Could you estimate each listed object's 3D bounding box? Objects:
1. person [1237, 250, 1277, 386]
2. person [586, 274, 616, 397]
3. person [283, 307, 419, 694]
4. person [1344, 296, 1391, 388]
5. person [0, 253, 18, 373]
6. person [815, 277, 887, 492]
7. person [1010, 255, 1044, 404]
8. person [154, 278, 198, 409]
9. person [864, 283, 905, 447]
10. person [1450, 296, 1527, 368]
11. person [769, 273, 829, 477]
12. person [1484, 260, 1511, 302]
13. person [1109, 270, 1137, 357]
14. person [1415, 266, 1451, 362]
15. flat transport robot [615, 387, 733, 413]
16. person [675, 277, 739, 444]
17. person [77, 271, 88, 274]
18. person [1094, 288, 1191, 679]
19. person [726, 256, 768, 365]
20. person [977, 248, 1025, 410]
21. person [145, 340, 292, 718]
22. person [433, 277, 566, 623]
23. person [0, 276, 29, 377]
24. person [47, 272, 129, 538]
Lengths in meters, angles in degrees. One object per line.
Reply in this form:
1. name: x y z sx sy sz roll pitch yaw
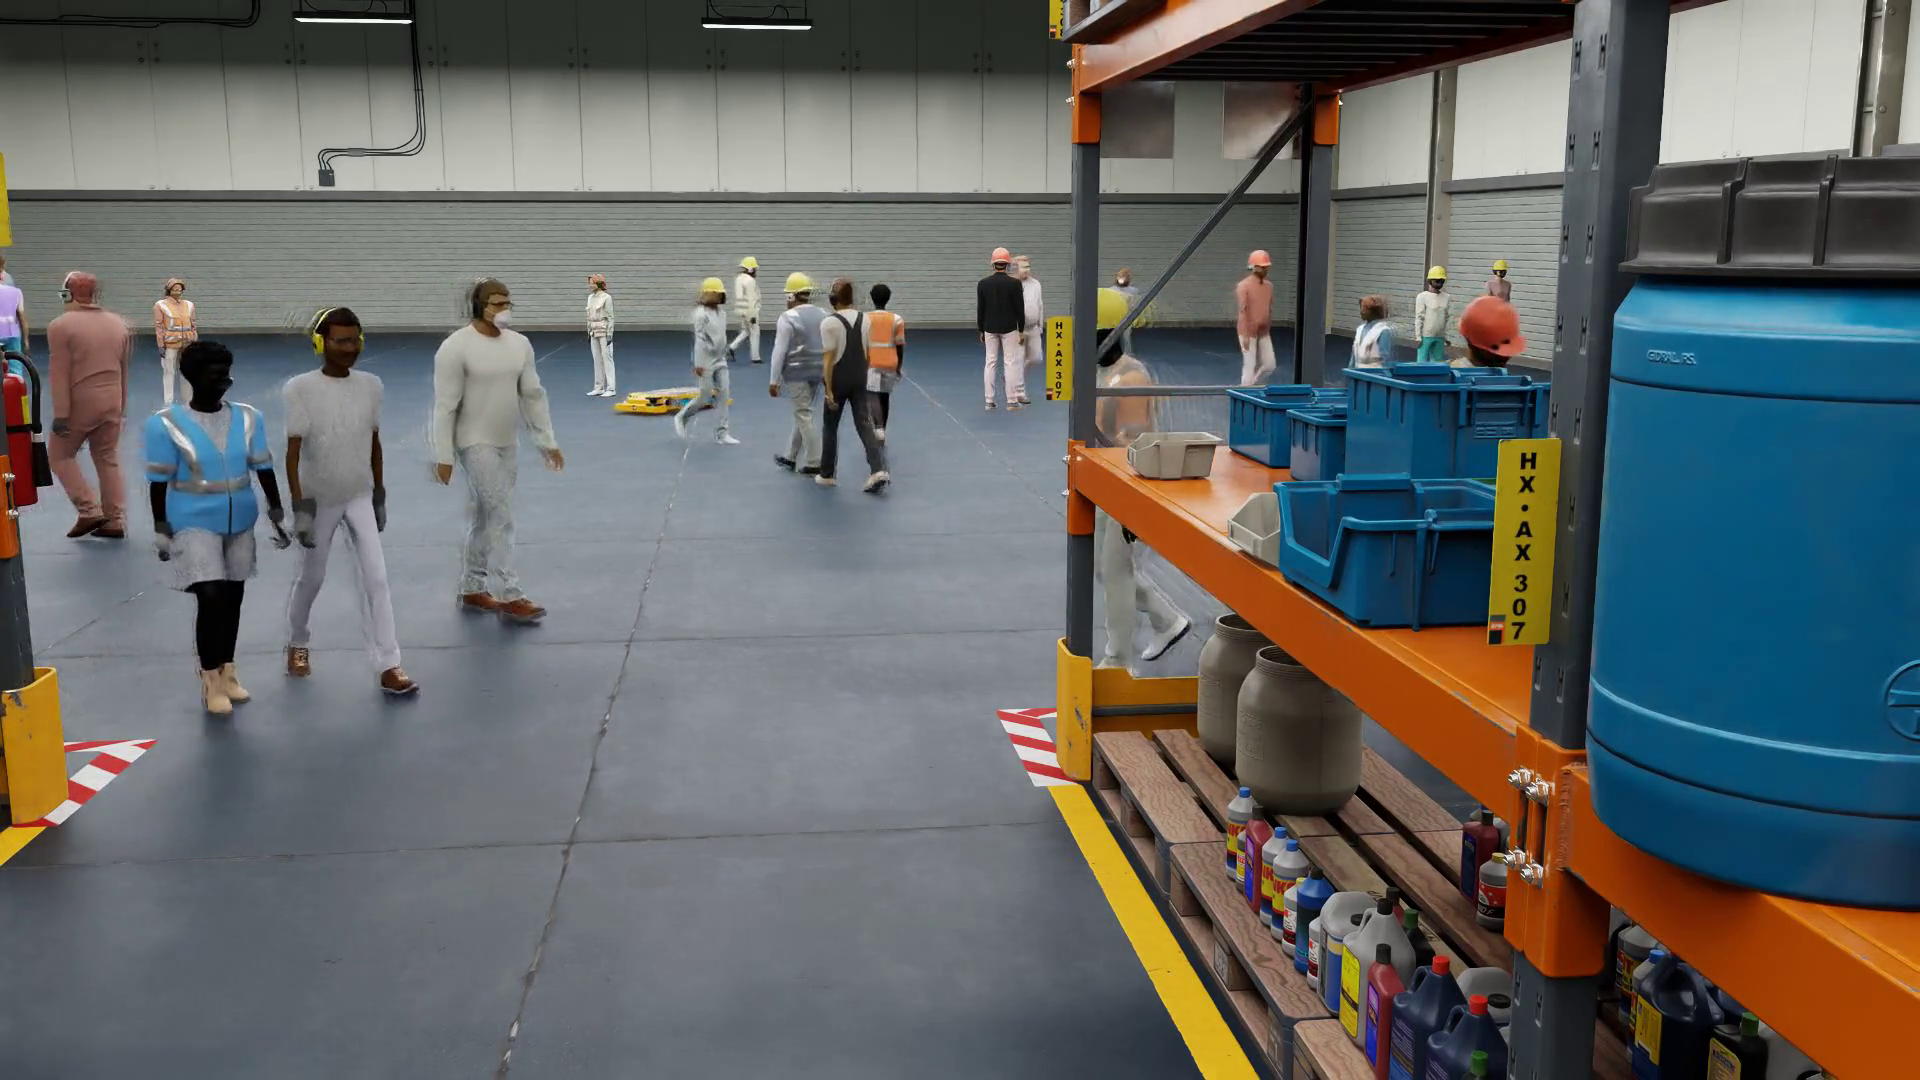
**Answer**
1. person: 3.550 -2.480 19.939 0.621 1.974 0.427 -7 13 -35
2. person: -4.804 -2.727 22.225 0.520 1.639 0.312 10 14 44
3. person: -2.980 -0.191 7.903 0.541 1.824 0.959 -10 14 -43
4. person: 3.808 -1.475 15.493 0.877 1.588 0.537 -2 11 -13
5. person: -12.941 -2.924 22.483 0.372 1.940 0.632 -7 13 -35
6. person: -0.910 -1.299 13.975 0.514 1.808 0.938 -7 12 -33
7. person: 0.795 -2.711 21.426 0.662 1.894 0.491 -7 12 -32
8. person: -9.388 -2.314 19.958 0.309 1.640 0.513 7 12 33
9. person: -0.821 -1.796 17.048 0.527 1.662 0.844 -4 11 -19
10. person: 2.247 -0.151 7.466 0.373 1.889 0.708 1 10 5
11. person: -1.513 -1.475 14.897 0.821 1.801 0.621 8 13 37
12. person: 8.583 -3.574 26.529 0.533 1.765 0.330 -5 11 -24
13. person: 2.685 -3.660 27.457 0.507 1.592 0.863 2 11 13
14. person: 5.947 -2.550 20.907 0.523 1.769 0.313 -5 11 -24
15. flat transport robot: -3.530 -1.743 20.584 0.652 0.197 1.431 7 12 32
16. person: -2.611 -1.846 17.145 0.651 1.725 0.497 5 12 28
17. person: -13.804 -3.466 26.379 0.825 1.585 0.523 -8 13 -36
18. person: 0.789 -0.246 7.911 0.613 1.901 0.612 -2 11 -12
19. person: -3.558 -3.803 27.655 0.620 1.813 0.604 -7 12 -32
20. person: 0.511 -2.594 20.516 0.612 1.996 0.376 4 11 19
21. person: -3.300 -0.054 7.444 0.569 1.673 0.548 8 13 37
22. person: -2.539 -0.496 9.273 0.856 1.902 0.638 5 11 25
23. person: -11.410 -2.377 19.820 0.602 1.816 0.491 -8 13 -38
24. person: -6.158 -0.935 11.717 0.456 1.886 0.666 4 11 20
